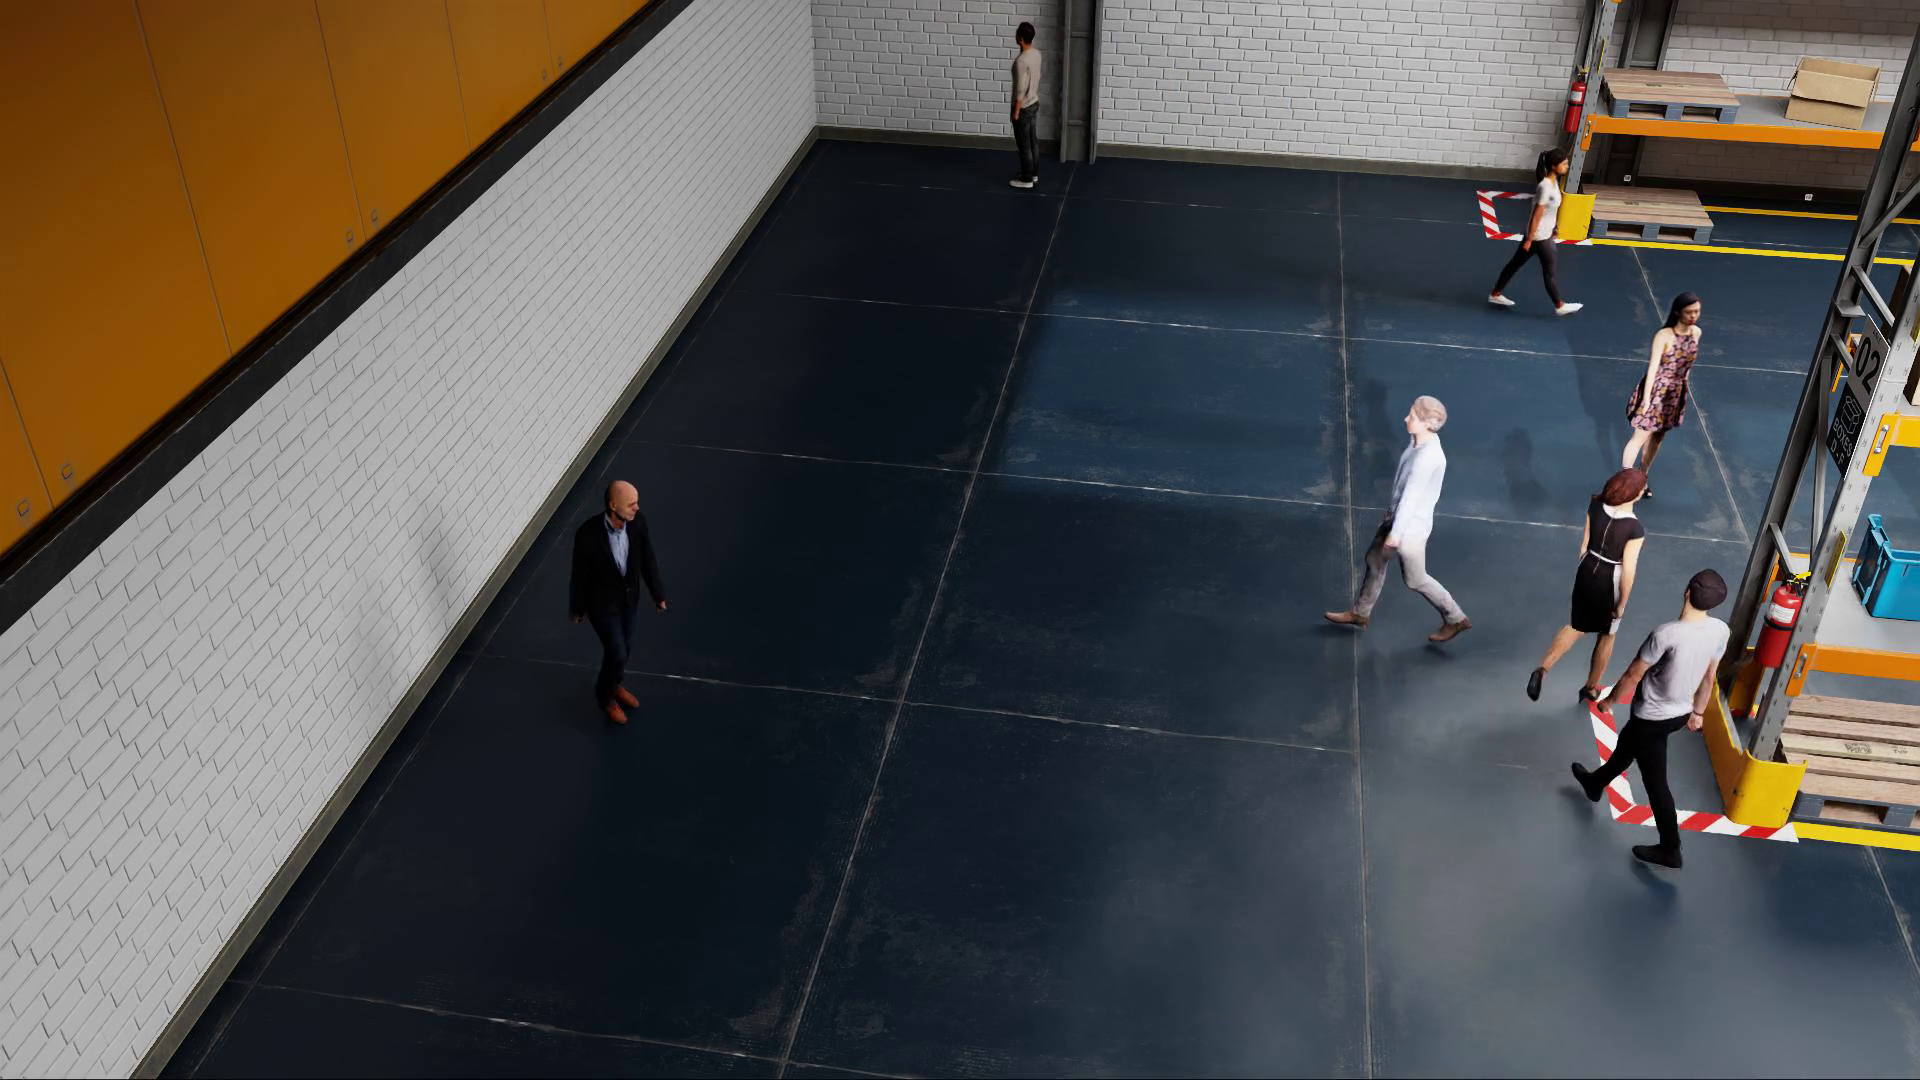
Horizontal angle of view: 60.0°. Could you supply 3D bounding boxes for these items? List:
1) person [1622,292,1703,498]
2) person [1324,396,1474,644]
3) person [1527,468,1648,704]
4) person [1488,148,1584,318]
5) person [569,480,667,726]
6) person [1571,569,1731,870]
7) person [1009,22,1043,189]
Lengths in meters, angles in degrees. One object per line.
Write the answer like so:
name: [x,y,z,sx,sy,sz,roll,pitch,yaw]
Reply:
person: [5.400,-1.088,12.784,0.777,1.773,0.857,-12,36,-18]
person: [3.111,-0.090,11.204,1.219,1.860,0.704,3,34,5]
person: [4.005,0.359,10.607,0.992,1.774,0.932,-20,39,-27]
person: [5.337,-2.880,15.641,1.136,1.595,0.734,13,36,18]
person: [-2.260,0.369,10.604,0.853,1.760,0.886,-22,39,-29]
person: [4.060,1.069,9.512,1.248,1.803,1.225,-16,37,-23]
person: [0.732,-4.790,18.319,0.637,1.811,0.718,15,36,21]
